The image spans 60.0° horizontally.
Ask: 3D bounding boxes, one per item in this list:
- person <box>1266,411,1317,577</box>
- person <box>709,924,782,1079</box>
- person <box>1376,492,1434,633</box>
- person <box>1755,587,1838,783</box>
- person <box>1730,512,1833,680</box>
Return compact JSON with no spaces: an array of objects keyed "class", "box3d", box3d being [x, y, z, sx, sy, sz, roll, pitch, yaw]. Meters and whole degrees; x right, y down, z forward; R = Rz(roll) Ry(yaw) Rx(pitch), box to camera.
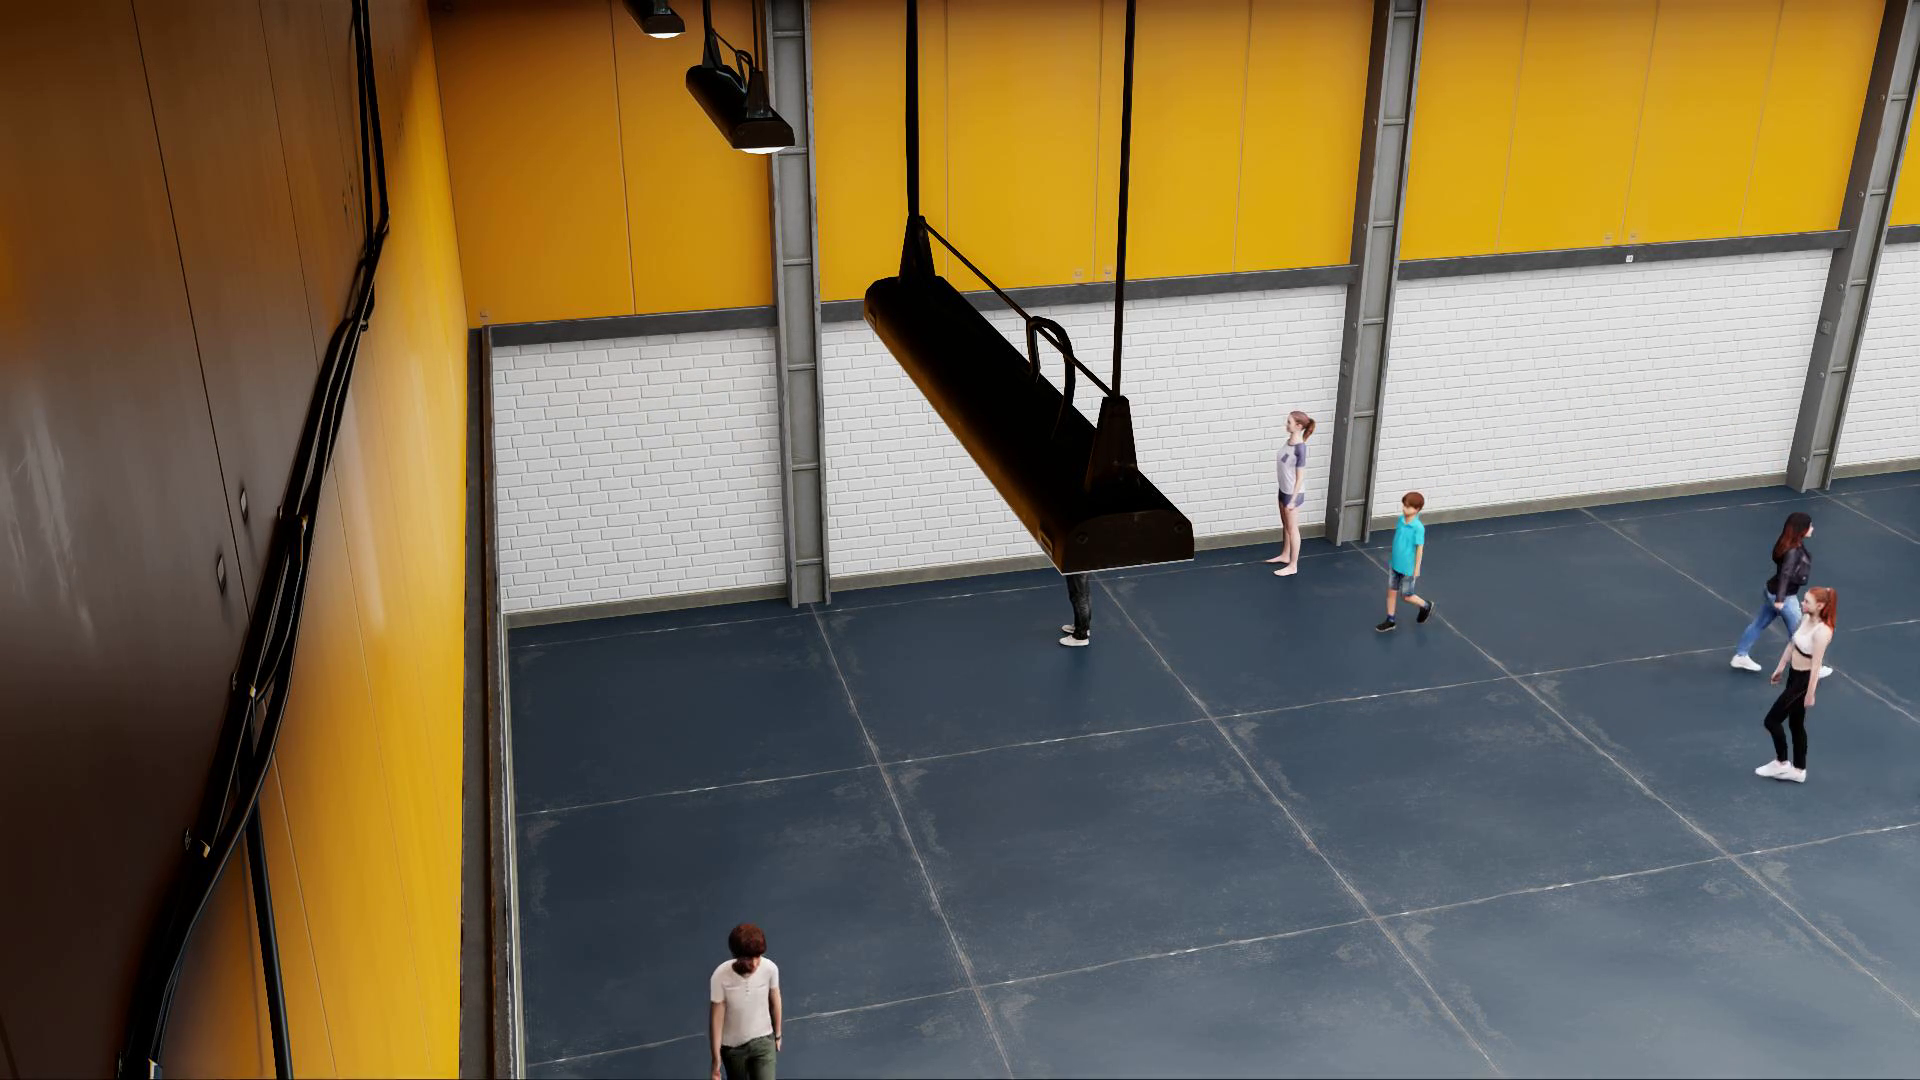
[{"class":"person","box3d":[3.435,-0.505,17.232,0.617,1.767,0.623,-1,24,-3]},{"class":"person","box3d":[-1.252,2.870,9.690,0.896,1.624,0.694,-3,24,-8]},{"class":"person","box3d":[4.332,0.207,16.017,0.853,1.435,0.621,-11,26,-24]},{"class":"person","box3d":[6.881,1.182,13.420,0.776,1.729,0.724,6,24,13]},{"class":"person","box3d":[7.387,0.508,15.127,1.167,1.597,1.018,8,25,17]}]
